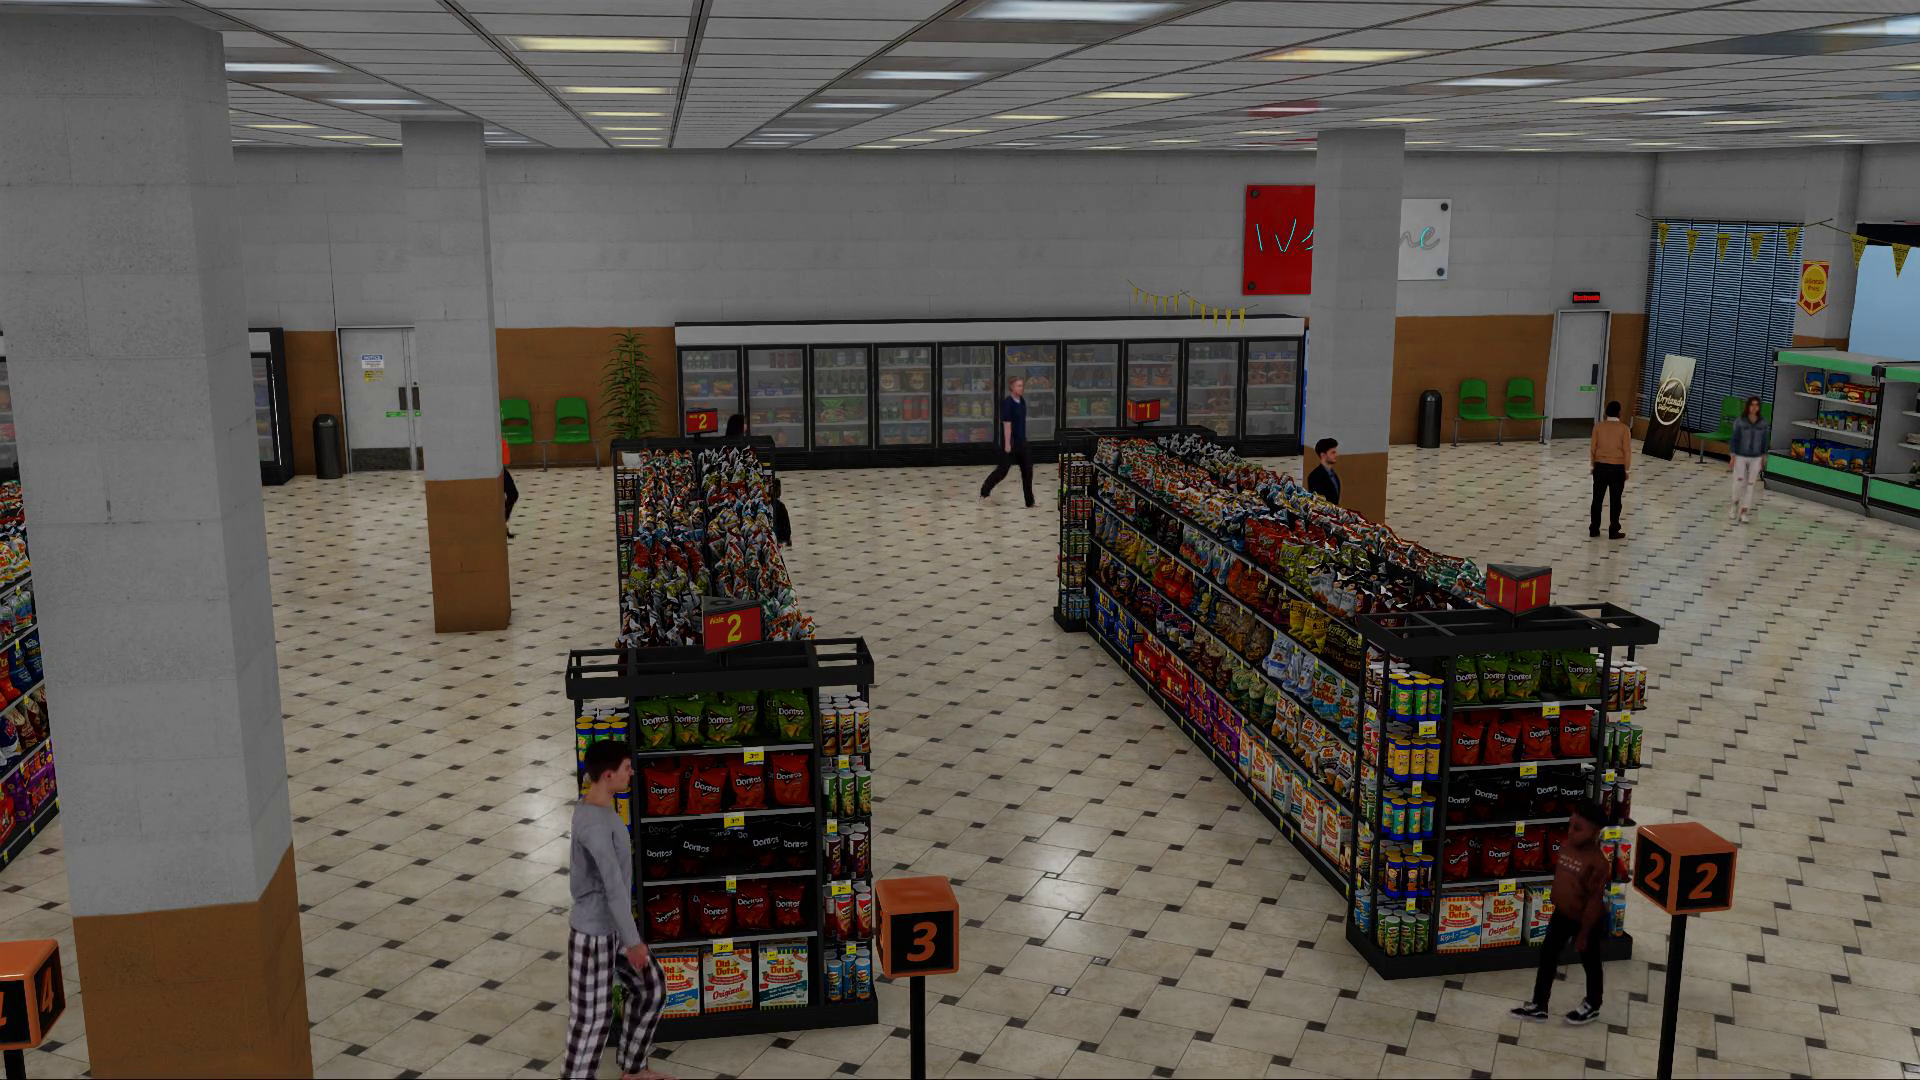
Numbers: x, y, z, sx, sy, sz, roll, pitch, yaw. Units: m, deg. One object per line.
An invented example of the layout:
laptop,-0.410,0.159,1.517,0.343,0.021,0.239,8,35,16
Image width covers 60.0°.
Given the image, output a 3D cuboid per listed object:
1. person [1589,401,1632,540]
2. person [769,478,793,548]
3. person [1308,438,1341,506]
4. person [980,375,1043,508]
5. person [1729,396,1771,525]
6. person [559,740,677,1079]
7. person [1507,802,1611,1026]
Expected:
person,8.268,-0.898,21.169,0.737,1.755,0.817,10,15,39
person,-2.105,-0.045,18.318,0.605,1.259,0.676,11,16,41
person,3.731,-0.123,17.153,0.852,1.893,0.762,6,13,28
person,0.658,-1.339,23.089,1.238,1.827,1.161,9,15,36
person,10.485,-1.081,22.180,0.731,1.697,0.745,3,12,15
person,-1.804,1.852,7.929,0.742,1.830,0.743,0,12,-2
person,3.321,1.977,8.771,0.670,1.237,0.733,-5,13,-21
